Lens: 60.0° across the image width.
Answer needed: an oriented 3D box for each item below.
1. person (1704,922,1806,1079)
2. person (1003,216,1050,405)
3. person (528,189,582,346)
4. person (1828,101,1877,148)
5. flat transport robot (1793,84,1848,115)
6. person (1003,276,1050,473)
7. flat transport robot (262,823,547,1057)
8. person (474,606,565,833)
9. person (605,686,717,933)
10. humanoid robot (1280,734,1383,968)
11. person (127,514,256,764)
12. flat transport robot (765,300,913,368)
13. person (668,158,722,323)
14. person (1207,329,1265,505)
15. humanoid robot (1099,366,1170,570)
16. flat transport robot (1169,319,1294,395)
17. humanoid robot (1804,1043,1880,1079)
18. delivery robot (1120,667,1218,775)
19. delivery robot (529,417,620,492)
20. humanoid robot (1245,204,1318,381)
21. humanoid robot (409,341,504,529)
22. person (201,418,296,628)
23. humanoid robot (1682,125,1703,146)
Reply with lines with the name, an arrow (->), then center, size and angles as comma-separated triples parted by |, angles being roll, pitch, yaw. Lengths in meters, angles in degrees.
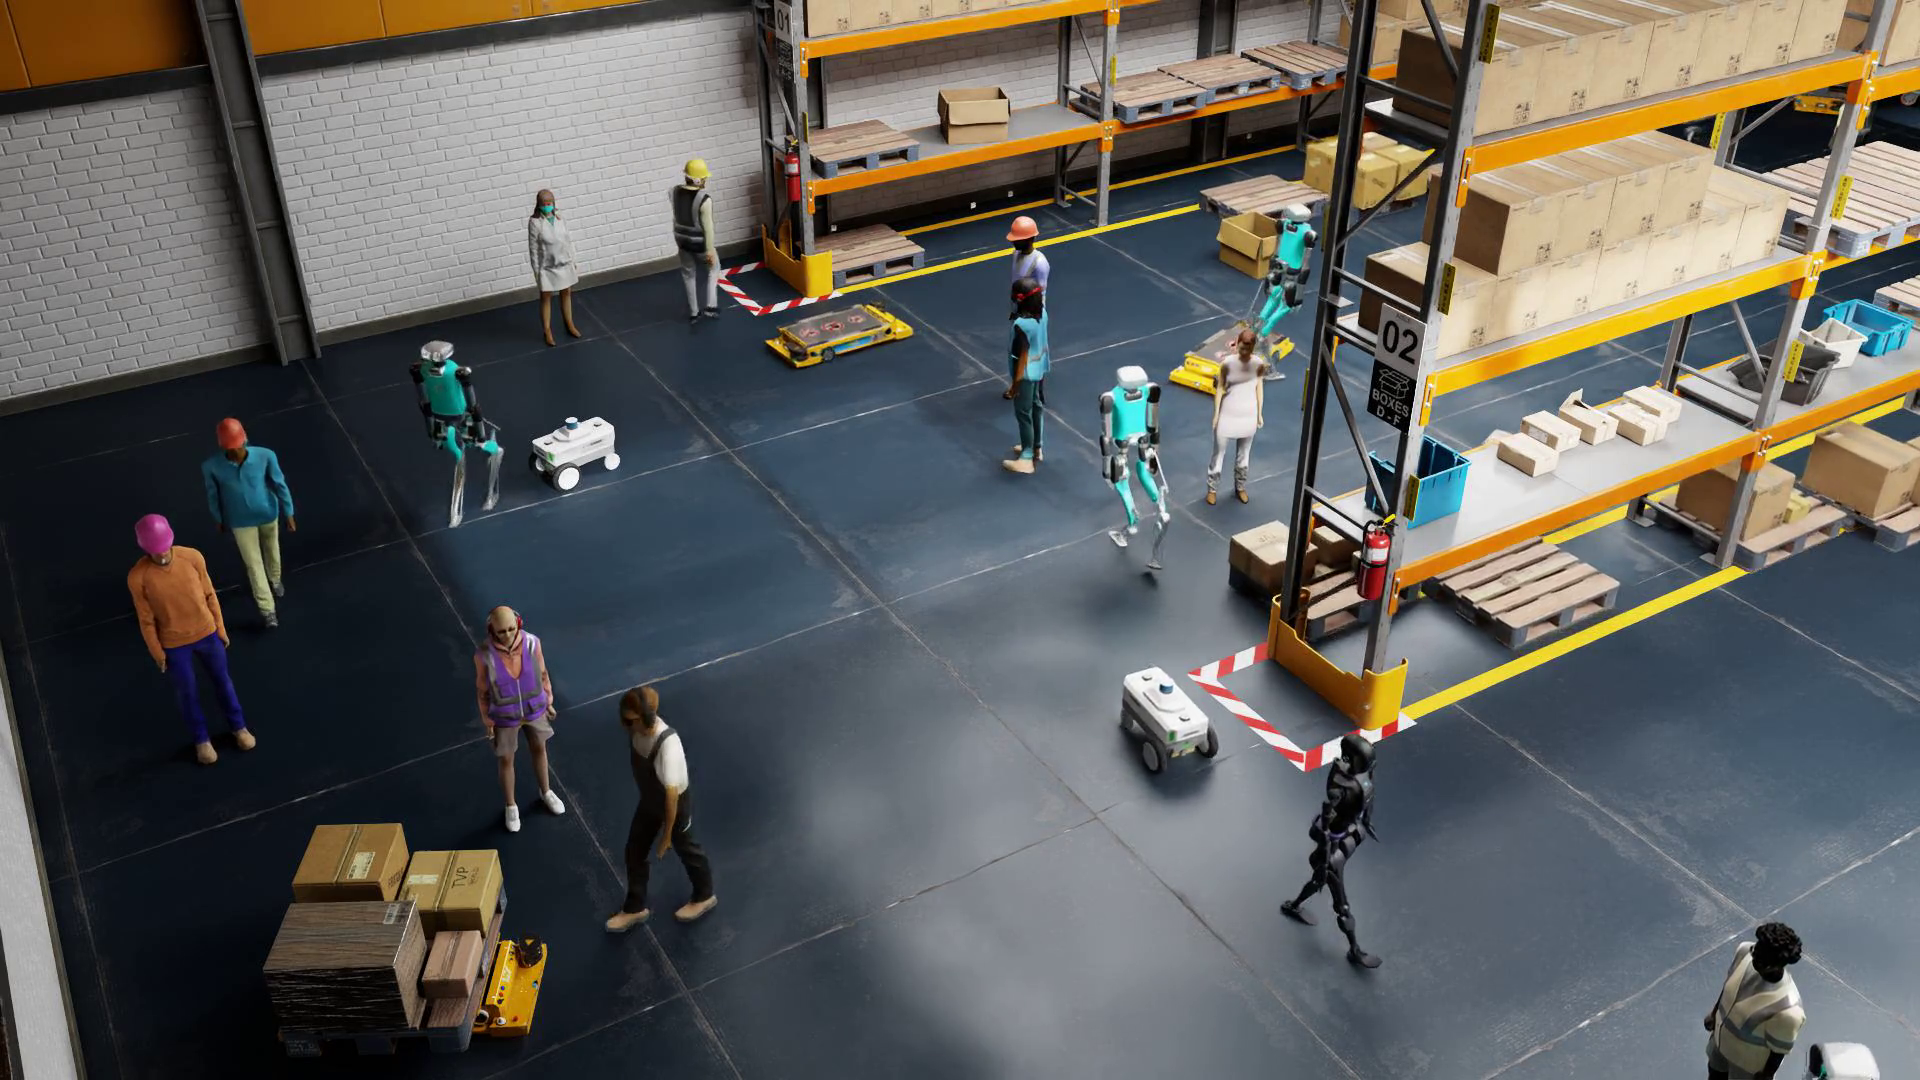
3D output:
person -> 4.043, 2.612, 8.581 | 0.320, 1.693, 0.535 | -3, 32, -4
person -> 0.627, -2.194, 16.025 | 0.382, 1.932, 0.540 | -17, 36, -25
person -> -4.224, -2.846, 17.309 | 0.486, 1.660, 0.341 | -23, 39, -32
person -> 10.713, -4.701, 20.105 | 0.562, 1.837, 0.389 | -17, 36, -25
flat transport robot -> 12.677, -6.597, 24.605 | 0.659, 0.231, 1.431 | 11, 34, 16
person -> 0.608, -1.485, 14.947 | 0.372, 1.865, 0.541 | 13, 34, 20
flat transport robot -> -3.229, 2.651, 9.855 | 1.431, 0.231, 0.659 | -1, 32, -2
person -> -2.898, 1.144, 10.916 | 0.480, 1.693, 0.347 | -17, 36, -25
person -> -1.865, 1.660, 9.985 | 0.815, 1.816, 0.535 | -26, 40, -35
humanoid robot -> 2.320, 1.795, 9.938 | 0.763, 1.626, 0.615 | 25, 40, 34
person -> -5.313, 0.665, 11.427 | 0.515, 1.973, 0.401 | -24, 39, -33
flat transport robot -> -1.275, -2.177, 17.556 | 1.431, 0.231, 0.659 | -20, 37, -29
person -> -2.799, -3.200, 17.737 | 0.576, 1.810, 0.495 | 11, 34, 17
person -> 2.415, -1.069, 14.490 | 0.450, 1.645, 0.286 | -1, 32, -2
humanoid robot -> 1.483, -0.491, 13.543 | 0.550, 1.775, 1.034 | -11, 34, -18
flat transport robot -> 2.807, -1.876, 17.076 | 0.659, 0.231, 1.431 | 22, 38, 31
humanoid robot -> 3.778, 3.053, 7.850 | 0.665, 1.821, 0.540 | 0, 32, 0
delivery robot -> 1.455, 1.244, 11.819 | 0.499, 0.581, 0.778 | -14, 35, -21
delivery robot -> -3.524, -0.812, 15.124 | 0.788, 0.610, 0.499 | -26, 40, -35
humanoid robot -> 3.114, -2.429, 16.587 | 0.689, 1.795, 0.531 | -17, 36, -25
humanoid robot -> -4.248, -0.991, 14.298 | 0.536, 1.768, 0.852 | 5, 32, 8
person -> -5.515, -0.178, 13.007 | 0.588, 1.698, 0.883 | -15, 35, -23
humanoid robot -> 8.363, -3.945, 19.070 | 0.632, 1.635, 0.605 | -5, 32, -7
